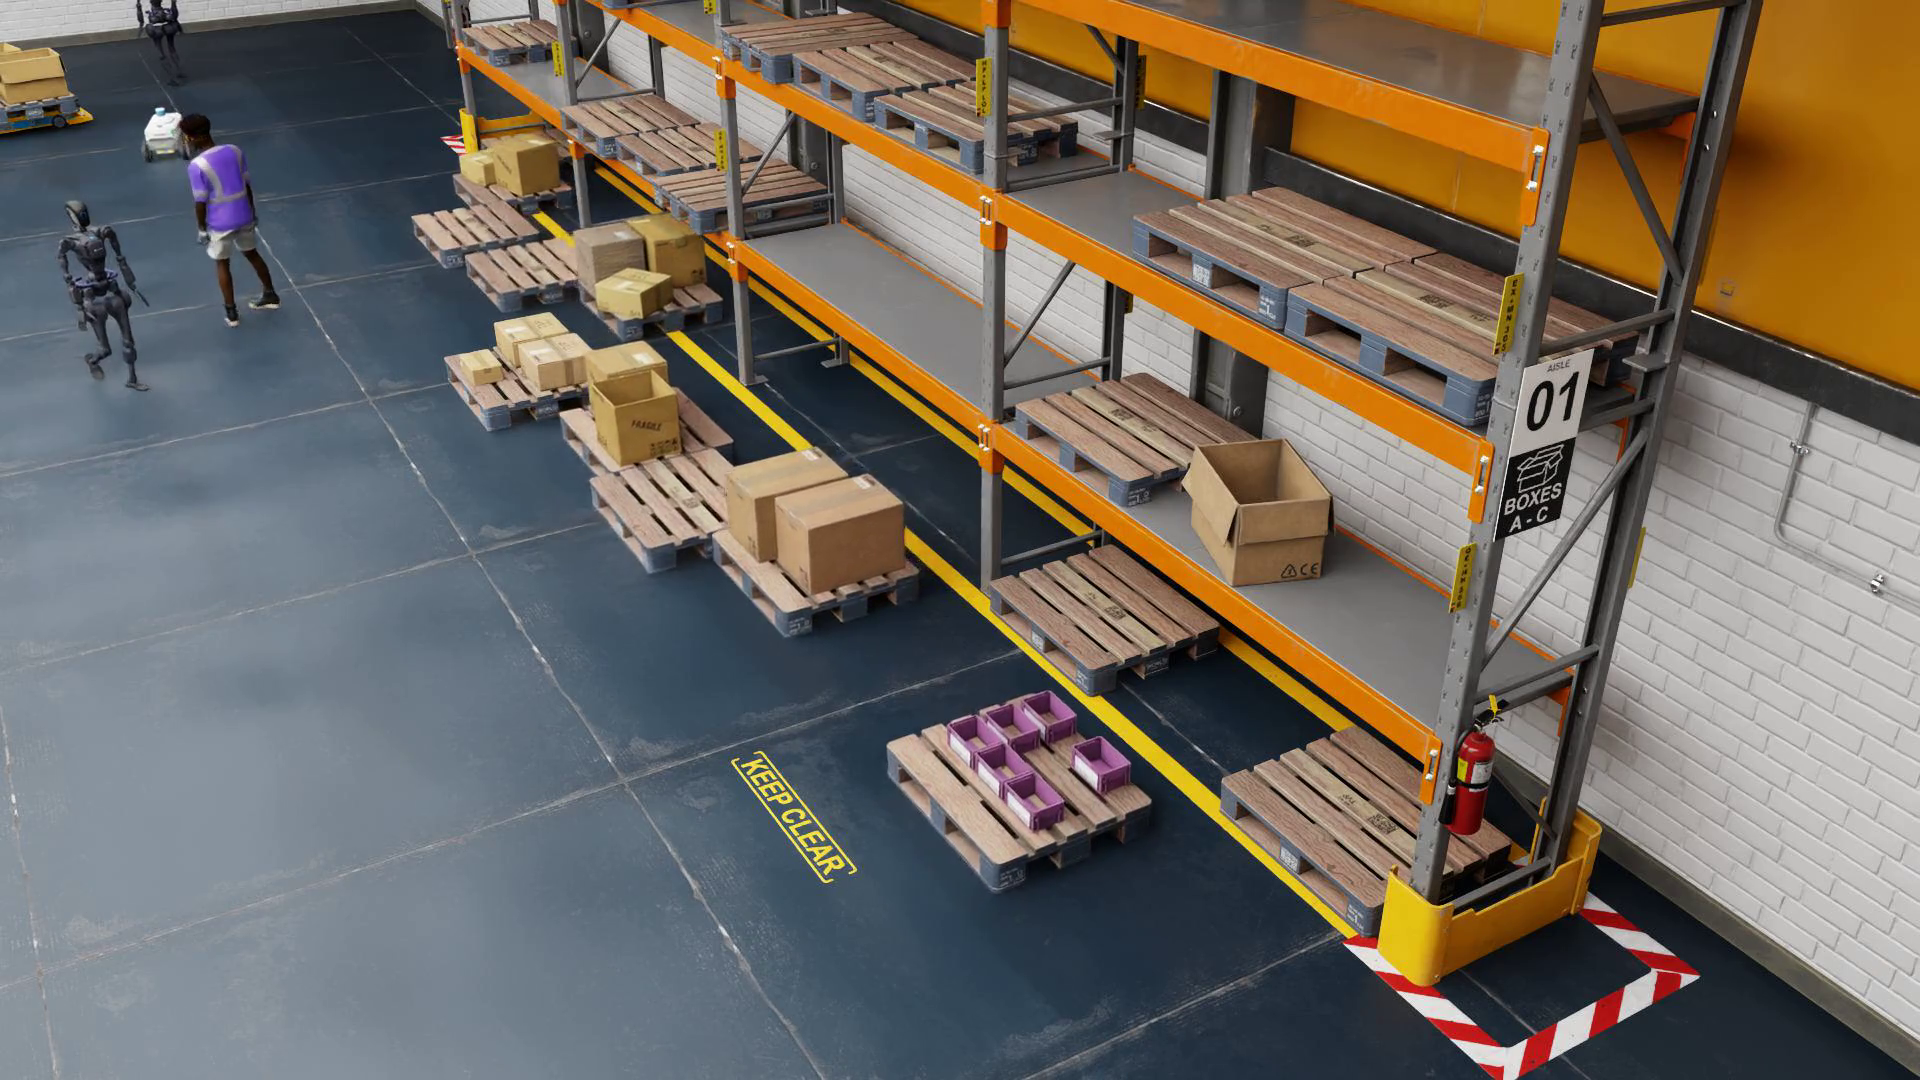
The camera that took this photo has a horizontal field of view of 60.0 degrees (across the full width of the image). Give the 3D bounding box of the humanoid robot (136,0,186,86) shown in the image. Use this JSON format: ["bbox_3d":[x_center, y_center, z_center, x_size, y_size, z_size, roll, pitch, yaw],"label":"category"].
[{"bbox_3d":[-10.920,-7.048,22.644,0.368,1.656,0.610,22,36,34],"label":"humanoid robot"}]

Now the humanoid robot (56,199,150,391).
[{"bbox_3d":[-7.133,-2.042,13.815,0.541,1.649,0.601,17,34,28],"label":"humanoid robot"}]

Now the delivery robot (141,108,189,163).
[{"bbox_3d":[-9.520,-4.870,19.921,0.499,0.576,0.768,-8,30,-13],"label":"delivery robot"}]

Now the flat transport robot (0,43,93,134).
[{"bbox_3d":[-11.835,-5.331,21.043,1.431,0.231,0.659,-22,36,-34],"label":"flat transport robot"}]

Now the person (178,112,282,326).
[{"bbox_3d":[-6.644,-2.927,15.109,0.393,1.941,0.645,13,32,22],"label":"person"}]
